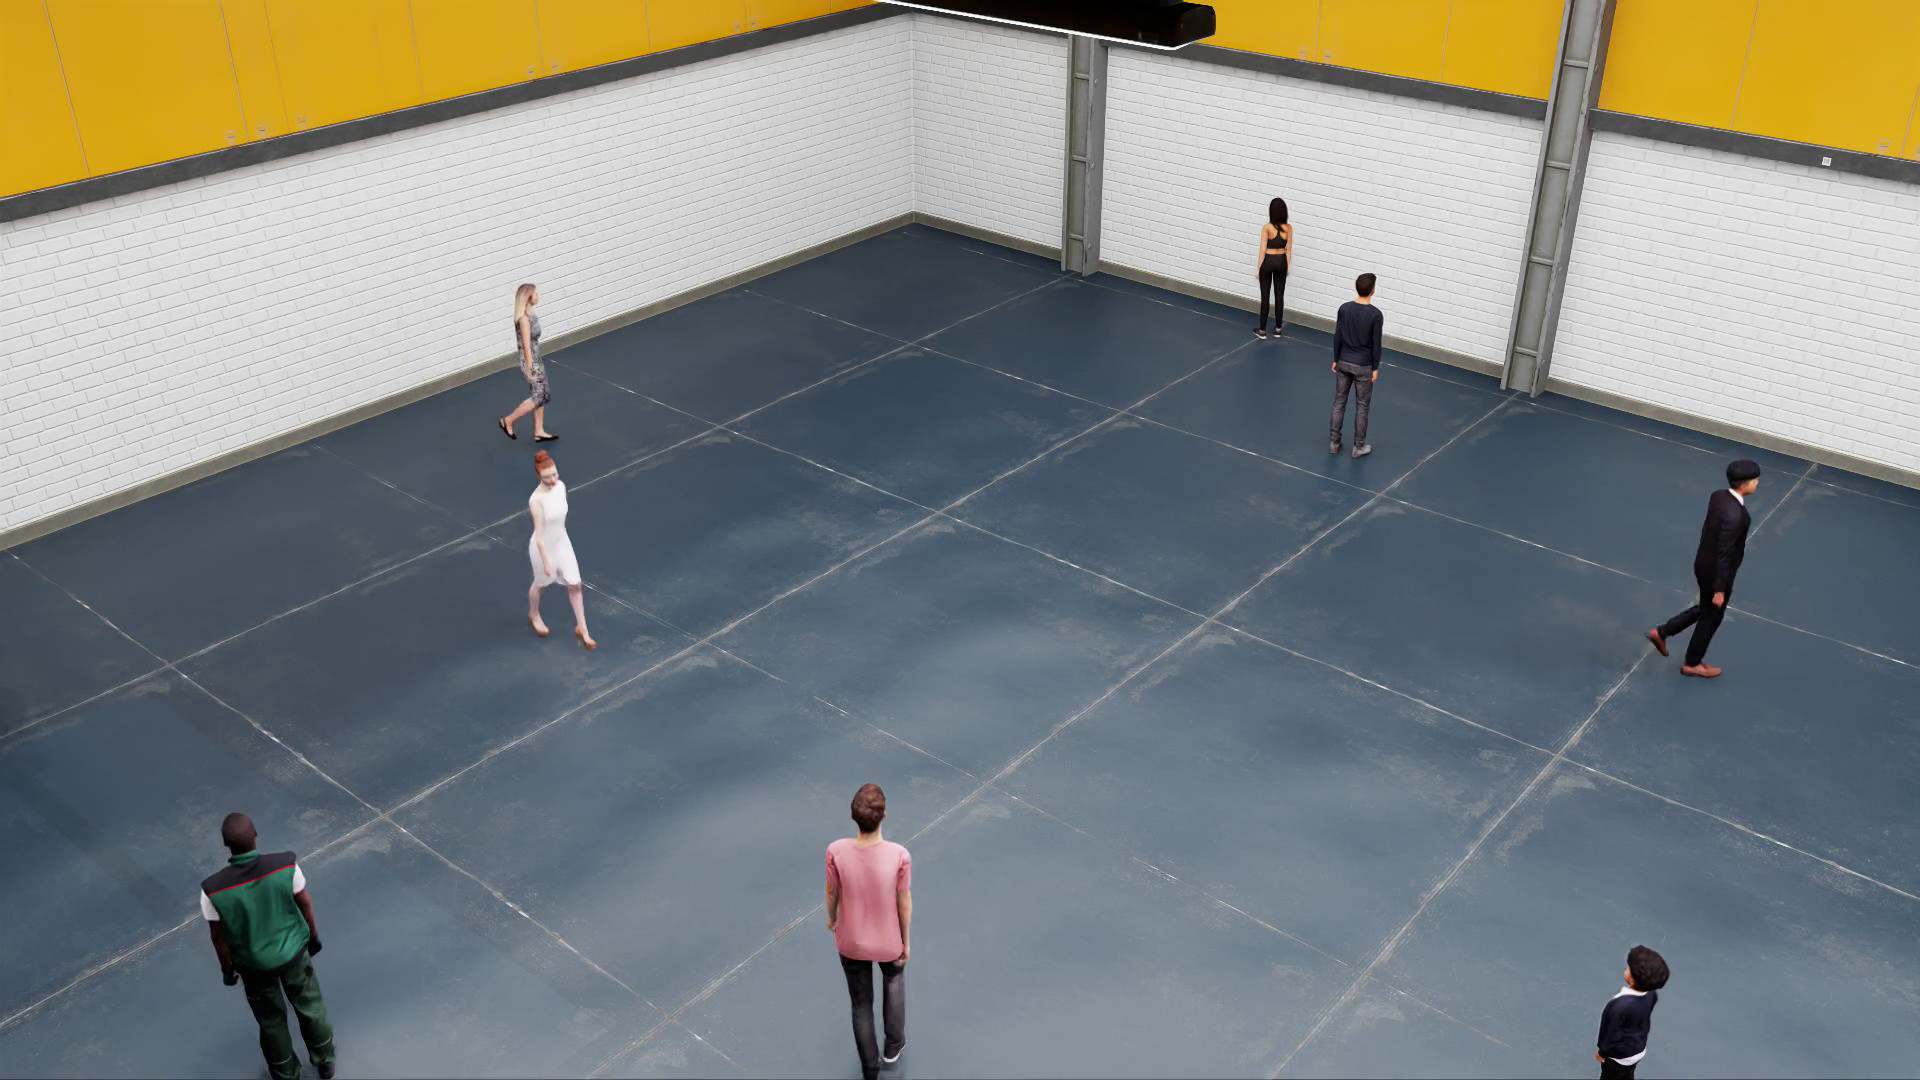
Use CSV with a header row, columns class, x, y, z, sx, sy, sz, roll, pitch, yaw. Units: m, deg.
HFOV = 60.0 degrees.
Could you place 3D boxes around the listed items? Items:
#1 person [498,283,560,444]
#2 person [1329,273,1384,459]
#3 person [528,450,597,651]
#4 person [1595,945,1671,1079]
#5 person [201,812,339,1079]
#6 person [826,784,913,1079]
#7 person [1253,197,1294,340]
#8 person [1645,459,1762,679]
class,x,y,z,sx,sy,sz,roll,pitch,yaw
person,-4.358,-1.716,16.522,0.895,1.683,0.851,-5,29,-9
person,3.886,-1.716,16.328,0.513,1.869,0.704,18,33,29
person,-3.305,0.066,13.183,0.970,1.753,0.660,13,31,23
person,3.579,2.678,8.942,0.559,1.227,0.577,-17,33,-29
person,-3.756,2.256,9.078,0.759,1.839,0.721,-16,32,-27
person,-0.493,2.226,9.023,0.770,1.943,0.832,-2,29,-3
person,3.613,-3.135,19.167,0.643,1.641,0.693,-4,29,-7
person,5.699,0.229,12.762,0.983,1.869,0.893,7,29,13
